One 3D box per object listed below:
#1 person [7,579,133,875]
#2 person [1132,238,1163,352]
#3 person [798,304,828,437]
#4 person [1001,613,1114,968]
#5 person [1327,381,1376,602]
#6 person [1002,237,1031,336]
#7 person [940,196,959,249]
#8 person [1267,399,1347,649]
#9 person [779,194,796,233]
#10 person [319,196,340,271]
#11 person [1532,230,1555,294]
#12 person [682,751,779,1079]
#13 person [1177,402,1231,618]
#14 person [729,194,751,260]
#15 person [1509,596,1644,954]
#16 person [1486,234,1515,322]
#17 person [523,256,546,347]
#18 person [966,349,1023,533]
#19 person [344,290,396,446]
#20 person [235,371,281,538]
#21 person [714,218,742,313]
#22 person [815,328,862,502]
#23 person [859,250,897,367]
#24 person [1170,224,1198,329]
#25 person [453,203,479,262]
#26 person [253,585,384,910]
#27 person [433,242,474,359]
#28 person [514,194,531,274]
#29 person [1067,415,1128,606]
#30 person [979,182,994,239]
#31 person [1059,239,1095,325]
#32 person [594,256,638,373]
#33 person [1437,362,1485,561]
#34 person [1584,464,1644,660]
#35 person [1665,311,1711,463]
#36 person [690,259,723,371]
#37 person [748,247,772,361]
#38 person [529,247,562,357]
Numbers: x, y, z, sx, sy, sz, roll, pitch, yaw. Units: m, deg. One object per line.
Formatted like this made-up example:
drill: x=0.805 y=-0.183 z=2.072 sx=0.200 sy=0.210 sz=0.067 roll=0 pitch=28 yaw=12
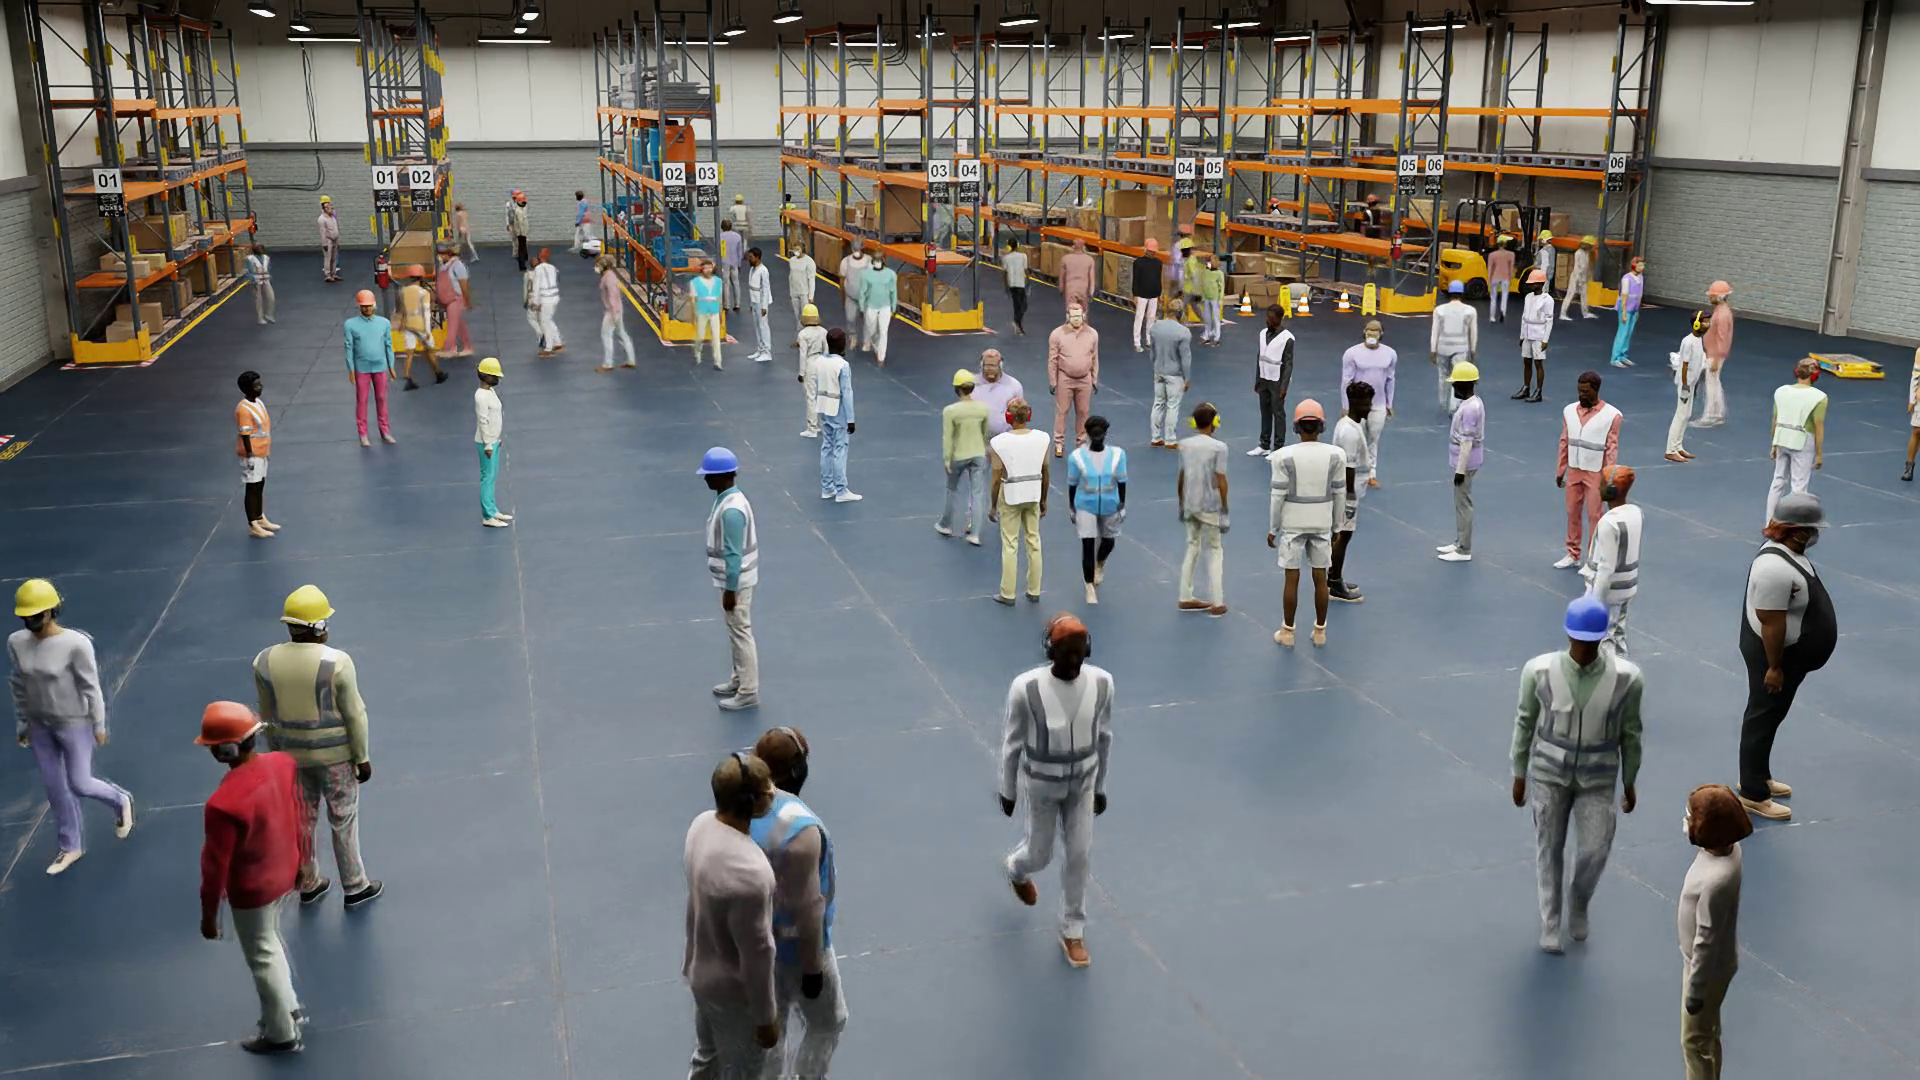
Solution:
person: x=-5.150 y=1.040 z=9.584 sx=0.535 sy=1.756 sz=0.504 roll=3 pitch=15 yaw=10
person: x=3.305 y=-4.303 z=29.236 sx=0.611 sy=1.985 sz=0.393 roll=-8 pitch=17 yaw=-26
person: x=-1.947 y=-2.233 z=21.909 sx=0.322 sy=1.742 sz=0.493 roll=13 pitch=20 yaw=41
person: x=0.477 y=1.234 z=8.644 sx=0.584 sy=1.862 sz=0.695 roll=-5 pitch=16 yaw=-18
person: x=3.446 y=-0.440 z=14.743 sx=0.367 sy=1.961 sz=0.609 roll=2 pitch=15 yaw=9
person: x=1.047 y=-4.737 z=31.143 sx=0.570 sy=1.838 sz=0.489 roll=7 pitch=16 yaw=23
person: x=-0.333 y=-9.298 z=48.804 sx=0.906 sy=1.581 sz=0.503 roll=-9 pitch=17 yaw=-31
person: x=2.779 y=-0.122 z=13.412 sx=0.605 sy=2.033 sz=0.391 roll=-1 pitch=15 yaw=-2
person: x=-4.944 y=-9.122 z=47.928 sx=0.532 sy=1.694 sz=0.319 roll=2 pitch=15 yaw=6
person: x=-16.261 y=-7.897 z=42.869 sx=0.587 sy=1.928 sz=0.362 roll=10 pitch=18 yaw=33
person: x=11.563 y=-5.227 z=33.004 sx=0.404 sy=1.830 sz=0.600 roll=9 pitch=17 yaw=30
person: x=-0.894 y=1.751 z=6.576 sx=0.389 sy=1.930 sz=0.627 roll=-7 pitch=16 yaw=-24
person: x=2.091 y=-0.256 z=14.299 sx=0.597 sy=1.848 sz=0.373 roll=14 pitch=20 yaw=42
person: x=-6.024 y=-8.533 z=45.469 sx=0.623 sy=1.815 sz=0.463 roll=-5 pitch=16 yaw=-16
person: x=3.159 y=1.212 z=8.574 sx=0.645 sy=1.933 sz=0.439 roll=5 pitch=16 yaw=19
person: x=10.689 y=-5.168 z=32.933 sx=0.523 sy=1.747 sz=0.534 roll=4 pitch=15 yaw=13
person: x=-7.511 y=-4.233 z=29.657 sx=0.530 sy=1.626 sz=0.436 roll=-10 pitch=18 yaw=-34
person: x=0.317 y=-1.000 z=16.963 sx=0.651 sy=1.904 sz=0.403 roll=1 pitch=15 yaw=3
person: x=-7.553 y=-2.210 z=21.341 sx=0.611 sy=1.996 sz=0.387 roll=-10 pitch=18 yaw=-33
person: x=-7.154 y=-0.875 z=16.887 sx=0.322 sy=1.697 sz=0.535 roll=-1 pitch=15 yaw=-5
person: x=-4.826 y=-5.710 z=34.618 sx=0.627 sy=1.940 sz=0.372 roll=-10 pitch=18 yaw=-34
person: x=-1.376 y=-1.381 z=18.367 sx=0.391 sy=1.920 sz=0.593 roll=-12 pitch=19 yaw=-39
person: x=-1.360 y=-3.881 z=27.788 sx=0.632 sy=1.919 sz=0.712 roll=0 pitch=15 yaw=0
person: x=4.361 y=-5.096 z=32.167 sx=0.807 sy=2.006 sz=0.622 roll=2 pitch=15 yaw=9
person: x=-13.580 y=-8.381 z=45.350 sx=0.877 sy=1.589 sz=0.540 roll=4 pitch=15 yaw=13
person: x=-3.484 y=1.135 z=9.066 sx=0.599 sy=1.832 sz=0.404 roll=2 pitch=15 yaw=9
person: x=-8.790 y=-4.131 z=28.482 sx=0.954 sy=2.000 sz=0.726 roll=-14 pitch=21 yaw=-43
person: x=-11.108 y=-7.765 z=42.244 sx=0.381 sy=1.994 sz=0.620 roll=-5 pitch=16 yaw=-17
person: x=1.210 y=-0.310 z=14.806 sx=0.541 sy=1.678 sz=0.698 roll=-1 pitch=15 yaw=-5
person: x=0.807 y=-10.339 z=52.298 sx=0.637 sy=1.797 sz=0.909 roll=12 pitch=19 yaw=37
person: x=2.144 y=-4.566 z=30.489 sx=0.644 sy=1.855 sz=0.992 roll=1 pitch=15 yaw=3
person: x=-5.621 y=-3.671 z=27.059 sx=0.718 sy=1.900 sz=0.648 roll=-4 pitch=15 yaw=-13
person: x=4.832 y=-0.754 z=16.017 sx=0.386 sy=1.919 sz=0.581 roll=4 pitch=15 yaw=15
person: x=4.590 y=0.391 z=11.764 sx=0.338 sy=1.882 sz=0.583 roll=12 pitch=19 yaw=39
person: x=8.942 y=-1.885 z=20.390 sx=0.327 sy=1.861 sz=0.507 roll=11 pitch=18 yaw=35
person: x=-4.186 y=-3.730 z=27.420 sx=0.577 sy=1.818 sz=0.867 roll=-8 pitch=17 yaw=-27
person: x=-3.394 y=-4.009 z=28.258 sx=0.375 sy=1.917 sz=0.592 roll=-7 pitch=17 yaw=-26
person: x=-7.150 y=-4.121 z=28.828 sx=0.461 sy=1.851 sz=0.655 roll=4 pitch=15 yaw=16
